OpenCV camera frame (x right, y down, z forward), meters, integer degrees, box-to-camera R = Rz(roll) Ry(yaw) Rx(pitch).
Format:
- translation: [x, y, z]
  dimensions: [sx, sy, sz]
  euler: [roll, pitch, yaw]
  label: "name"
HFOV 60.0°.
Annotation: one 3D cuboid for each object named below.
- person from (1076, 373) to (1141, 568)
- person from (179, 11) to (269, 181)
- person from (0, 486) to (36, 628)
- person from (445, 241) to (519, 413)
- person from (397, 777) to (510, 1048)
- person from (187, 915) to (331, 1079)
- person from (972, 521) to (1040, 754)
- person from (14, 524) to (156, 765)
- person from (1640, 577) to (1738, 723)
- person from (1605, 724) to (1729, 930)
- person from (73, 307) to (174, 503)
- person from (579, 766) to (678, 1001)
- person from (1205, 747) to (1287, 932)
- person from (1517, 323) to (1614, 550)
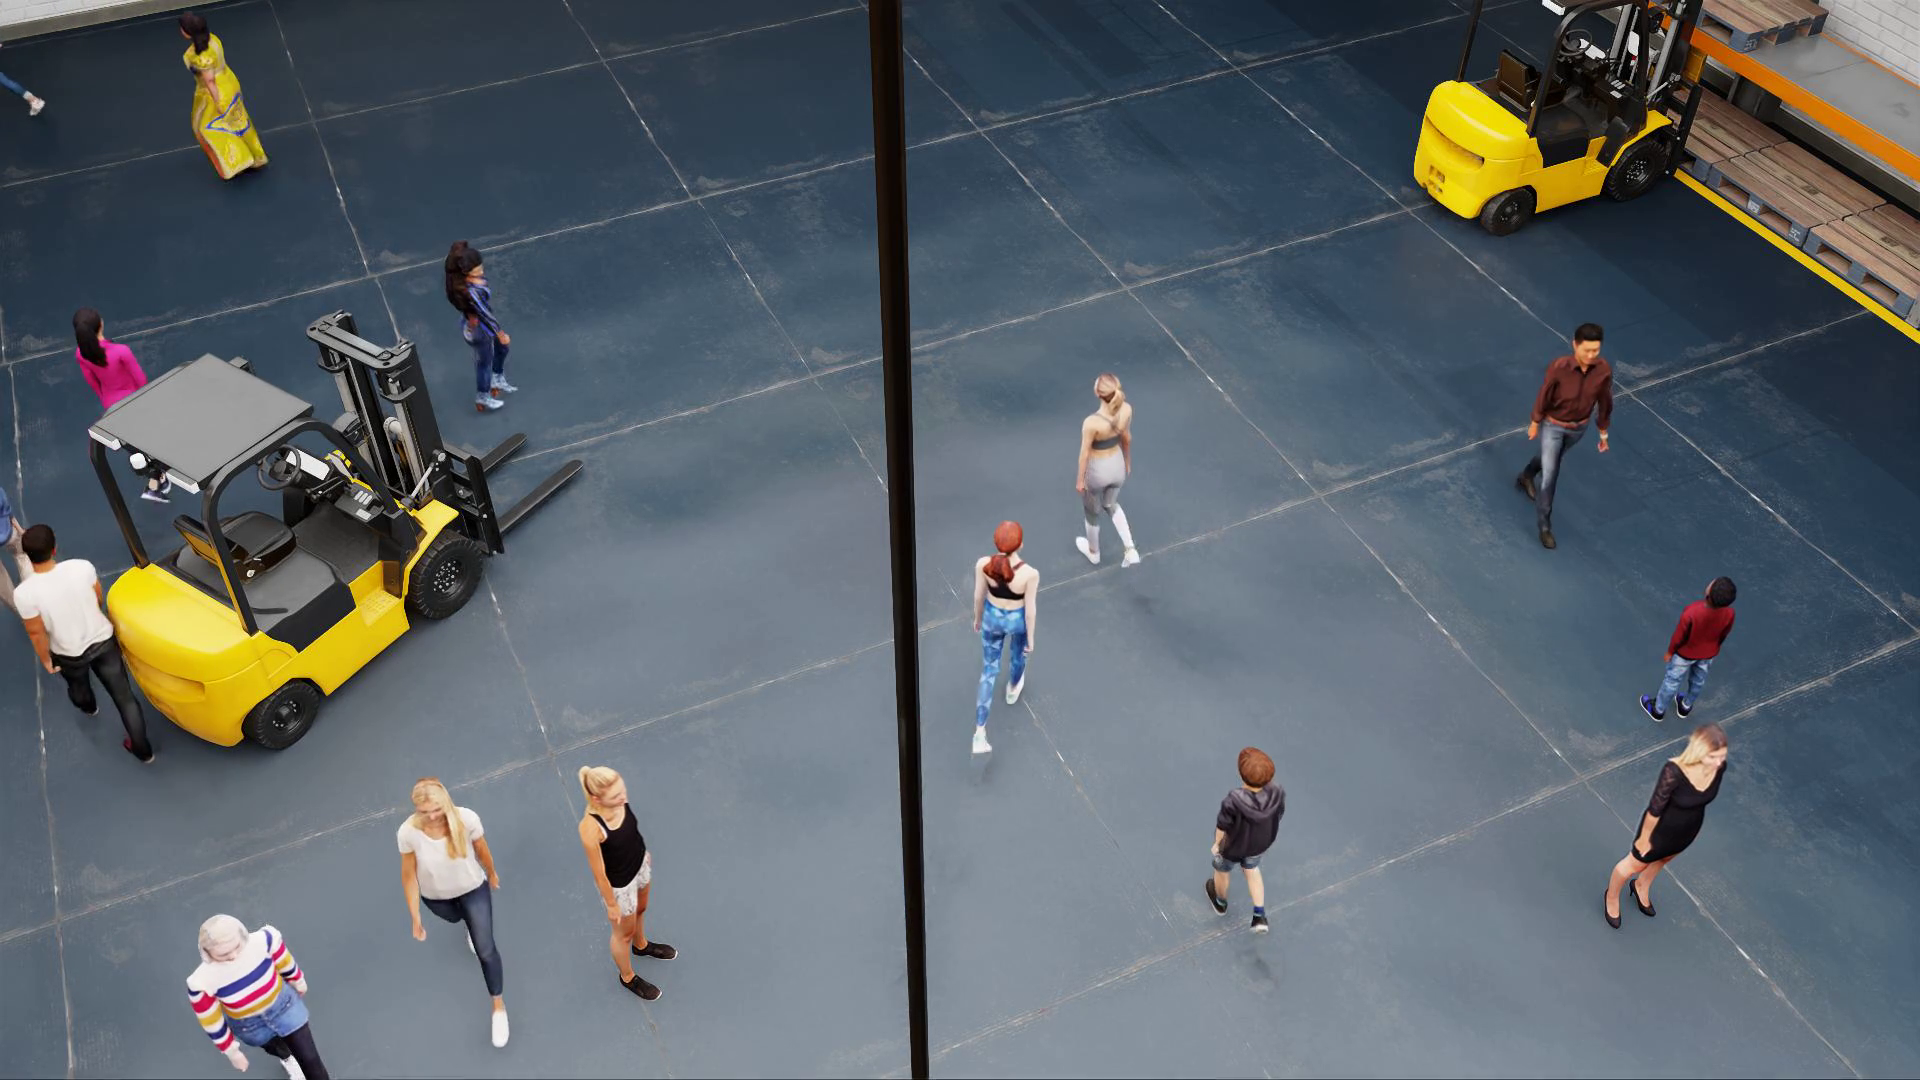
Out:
- translation: [1.041, -0.415, 11.511]
  dimensions: [0.620, 1.694, 0.864]
  euler: [-23, 48, -23]
  label: "person"
- translation: [-6.804, -4.134, 15.459]
  dimensions: [0.975, 1.644, 0.847]
  euler: [-1, 44, -1]
  label: "person"
- translation: [-6.447, 0.030, 11.053]
  dimensions: [0.635, 1.691, 0.624]
  euler: [-21, 47, -20]
  label: "person"
- translation: [-3.768, -1.593, 12.807]
  dimensions: [0.705, 1.612, 0.577]
  euler: [-17, 46, -17]
  label: "person"
- translation: [-2.770, 1.845, 9.087]
  dimensions: [0.805, 1.765, 1.212]
  euler: [-8, 44, -9]
  label: "person"
- translation: [-3.610, 2.370, 8.540]
  dimensions: [0.844, 1.759, 1.146]
  euler: [-30, 51, -28]
  label: "person"
- translation: [0.260, 0.615, 10.391]
  dimensions: [1.049, 1.759, 1.155]
  euler: [11, 45, 11]
  label: "person"
- translation: [-5.385, 0.698, 10.309]
  dimensions: [1.194, 1.750, 0.854]
  euler: [35, 53, 31]
  label: "person"
- translation: [4.715, 0.696, 10.662]
  dimensions: [0.568, 1.256, 0.584]
  euler: [-3, 44, -3]
  label: "person"
- translation: [4.010, 1.612, 9.397]
  dimensions: [0.572, 1.675, 0.494]
  euler: [-13, 45, -13]
  label: "person"
- translation: [-6.049, -0.926, 12.056]
  dimensions: [0.796, 1.692, 0.916]
  euler: [1, 44, 1]
  label: "person"
- translation: [-1.841, 1.814, 9.062]
  dimensions: [0.752, 1.845, 0.671]
  euler: [11, 45, 11]
  label: "person"
- translation: [1.630, 1.744, 9.432]
  dimensions: [0.603, 1.436, 0.796]
  euler: [-12, 45, -12]
  label: "person"
- translation: [4.316, -0.869, 11.960]
  dimensions: [0.931, 1.732, 1.213]
  euler: [-3, 44, -3]
  label: "person"
